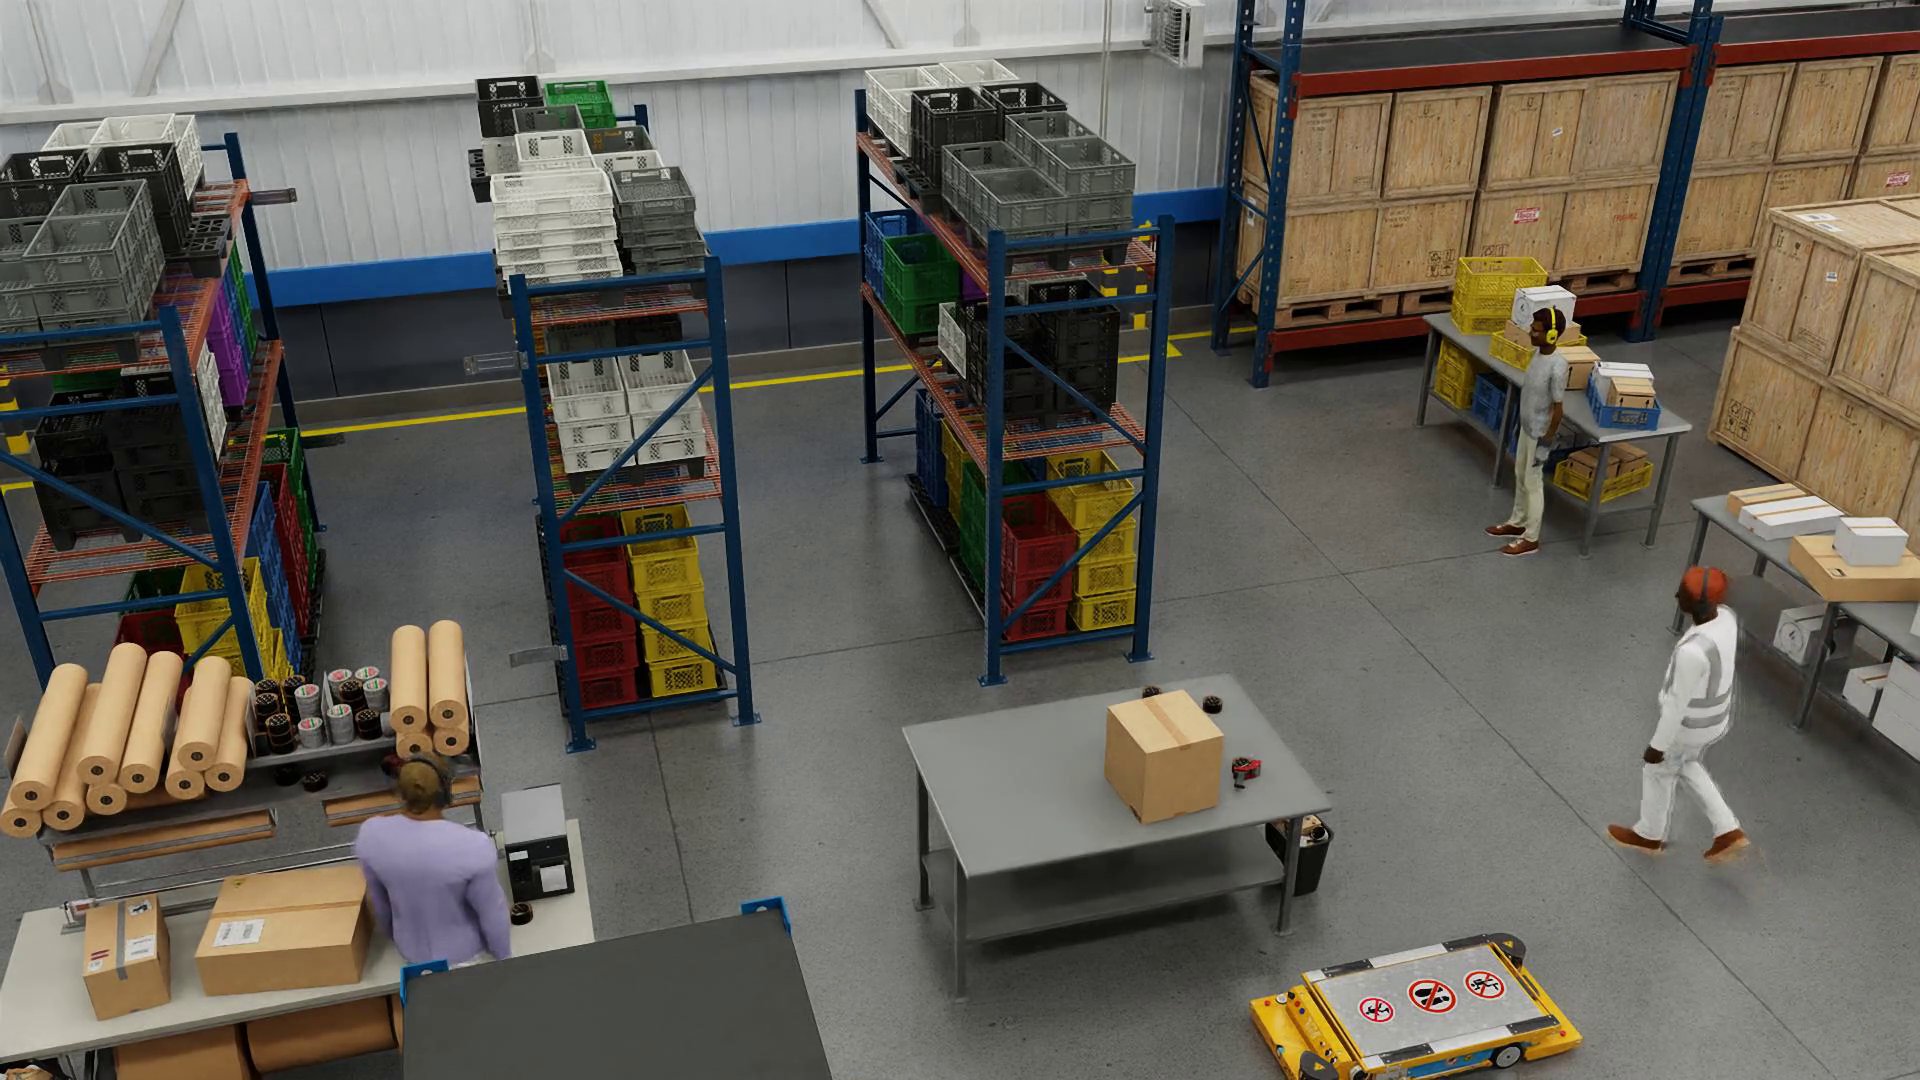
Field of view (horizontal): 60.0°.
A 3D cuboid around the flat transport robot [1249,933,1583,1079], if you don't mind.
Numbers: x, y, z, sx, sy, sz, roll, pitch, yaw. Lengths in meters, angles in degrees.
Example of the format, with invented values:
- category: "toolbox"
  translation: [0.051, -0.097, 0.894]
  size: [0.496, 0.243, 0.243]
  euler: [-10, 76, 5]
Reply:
- category: "flat transport robot"
  translation: [2.184, 2.282, 7.980]
  size: [1.431, 0.197, 0.652]
  euler: [-8, 30, -14]

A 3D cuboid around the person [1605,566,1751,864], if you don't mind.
- category: "person"
  translation: [3.903, 0.962, 8.752]
  size: [0.683, 1.857, 0.627]
  euler: [19, 34, 31]

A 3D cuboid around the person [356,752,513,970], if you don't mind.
- category: "person"
  translation: [-2.225, 1.754, 7.237]
  size: [0.639, 1.931, 0.385]
  euler: [6, 29, 10]

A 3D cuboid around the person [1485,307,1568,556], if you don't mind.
- category: "person"
  translation: [4.102, -0.774, 11.896]
  size: [0.310, 1.866, 0.532]
  euler: [-1, 29, -2]
